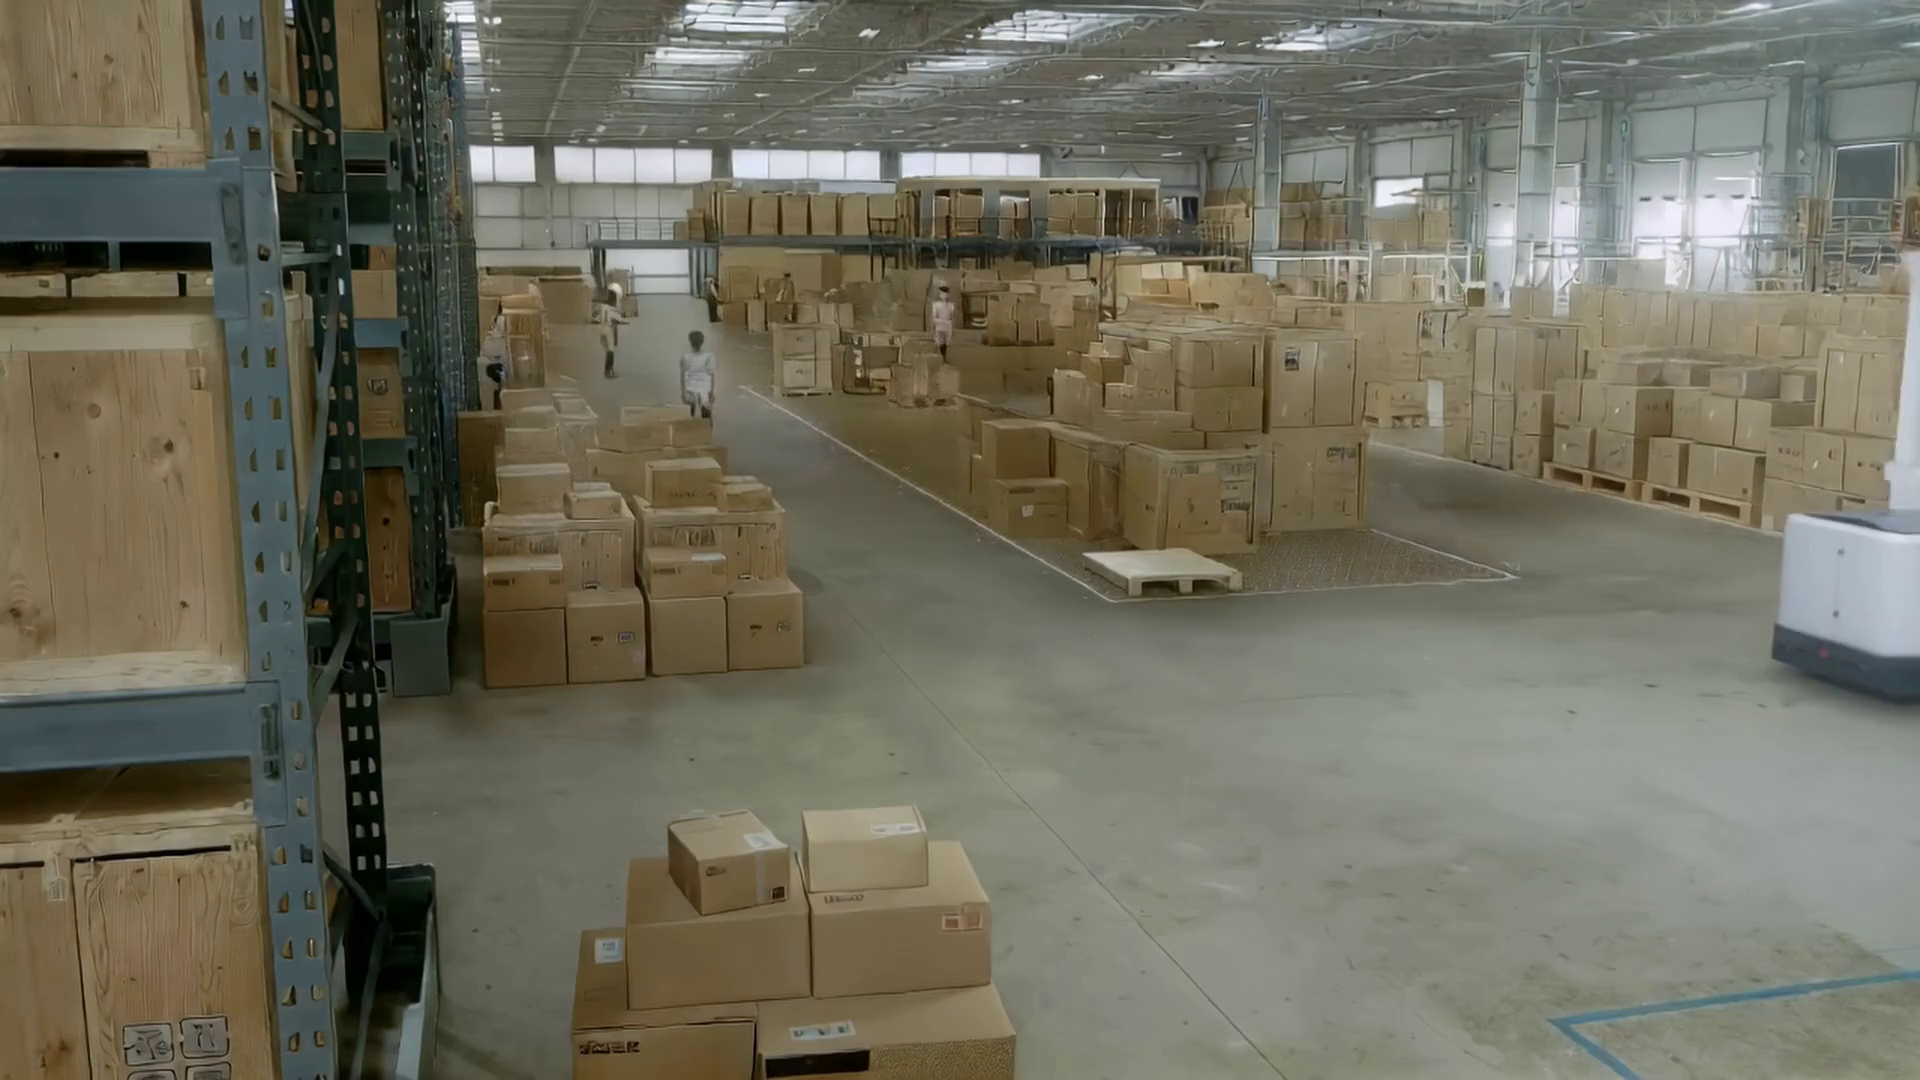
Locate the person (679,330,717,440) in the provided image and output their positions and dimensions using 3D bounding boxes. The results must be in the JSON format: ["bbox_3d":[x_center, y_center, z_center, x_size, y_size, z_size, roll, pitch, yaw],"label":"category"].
[{"bbox_3d":[-3.696,-2.107,23.447,0.540,1.698,0.317,1,10,8],"label":"person"}]

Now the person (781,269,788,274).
[{"bbox_3d":[-6.949,-9.658,65.425,0.619,1.989,1.040,-2,10,-9],"label":"person"}]

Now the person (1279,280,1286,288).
[{"bbox_3d":[9.899,-7.037,50.990,0.646,1.830,0.533,-7,12,-36],"label":"person"}]

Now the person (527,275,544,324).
[{"bbox_3d":[-14.851,-8.316,58.095,1.013,1.881,0.569,9,13,40],"label":"person"}]

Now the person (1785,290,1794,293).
[{"bbox_3d":[18.406,-4.628,37.146,0.636,1.915,0.833,1,10,8],"label":"person"}]

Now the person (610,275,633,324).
[{"bbox_3d":[-12.489,-8.785,60.863,0.989,1.830,0.583,-2,10,-9],"label":"person"}]

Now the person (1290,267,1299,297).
[{"bbox_3d":[15.790,-11.915,78.436,0.997,1.895,0.641,1,10,8],"label":"person"}]

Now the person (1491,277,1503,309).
[{"bbox_3d":[19.615,-8.731,60.774,0.552,1.753,0.393,-5,11,-26],"label":"person"}]

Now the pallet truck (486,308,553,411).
[{"bbox_3d":[-6.242,-2.418,24.362,0.823,1.965,1.885,1,10,3],"label":"pallet truck"}]

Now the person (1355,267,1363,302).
[{"bbox_3d":[17.273,-10.968,72.888,0.932,1.951,0.614,-8,13,-38],"label":"person"}]

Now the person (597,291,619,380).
[{"bbox_3d":[-7.589,-4.414,35.927,0.621,1.916,0.664,7,12,35],"label":"person"}]

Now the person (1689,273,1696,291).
[{"bbox_3d":[23.952,-7.762,54.634,0.377,1.995,0.608,1,10,6],"label":"person"}]

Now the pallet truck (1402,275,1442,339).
[{"bbox_3d":[14.620,-7.324,52.145,0.823,1.965,1.885,8,13,40],"label":"pallet truck"}]

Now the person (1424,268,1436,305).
[{"bbox_3d":[21.185,-11.304,75.001,0.569,1.878,1.008,0,10,2],"label":"person"}]

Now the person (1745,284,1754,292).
[{"bbox_3d":[21.245,-6.012,45.113,0.587,1.864,0.806,-5,11,-25],"label":"person"}]

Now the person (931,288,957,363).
[{"bbox_3d":[-0.328,-4.851,38.364,0.587,1.911,0.713,-5,11,-25],"label":"person"}]

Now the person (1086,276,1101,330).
[{"bbox_3d":[4.622,-8.163,57.298,0.564,1.851,0.400,-2,10,-9],"label":"person"}]

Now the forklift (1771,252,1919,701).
[{"bbox_3d":[6.534,-0.476,10.870,1.873,2.768,1.129,-3,10,-15],"label":"forklift"}]

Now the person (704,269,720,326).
[{"bbox_3d":[-8.994,-8.769,60.204,0.536,2.000,0.683,-6,12,-32],"label":"person"}]

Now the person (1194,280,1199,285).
[{"bbox_3d":[9.242,-9.300,63.783,0.634,1.839,0.429,5,11,28],"label":"person"}]
